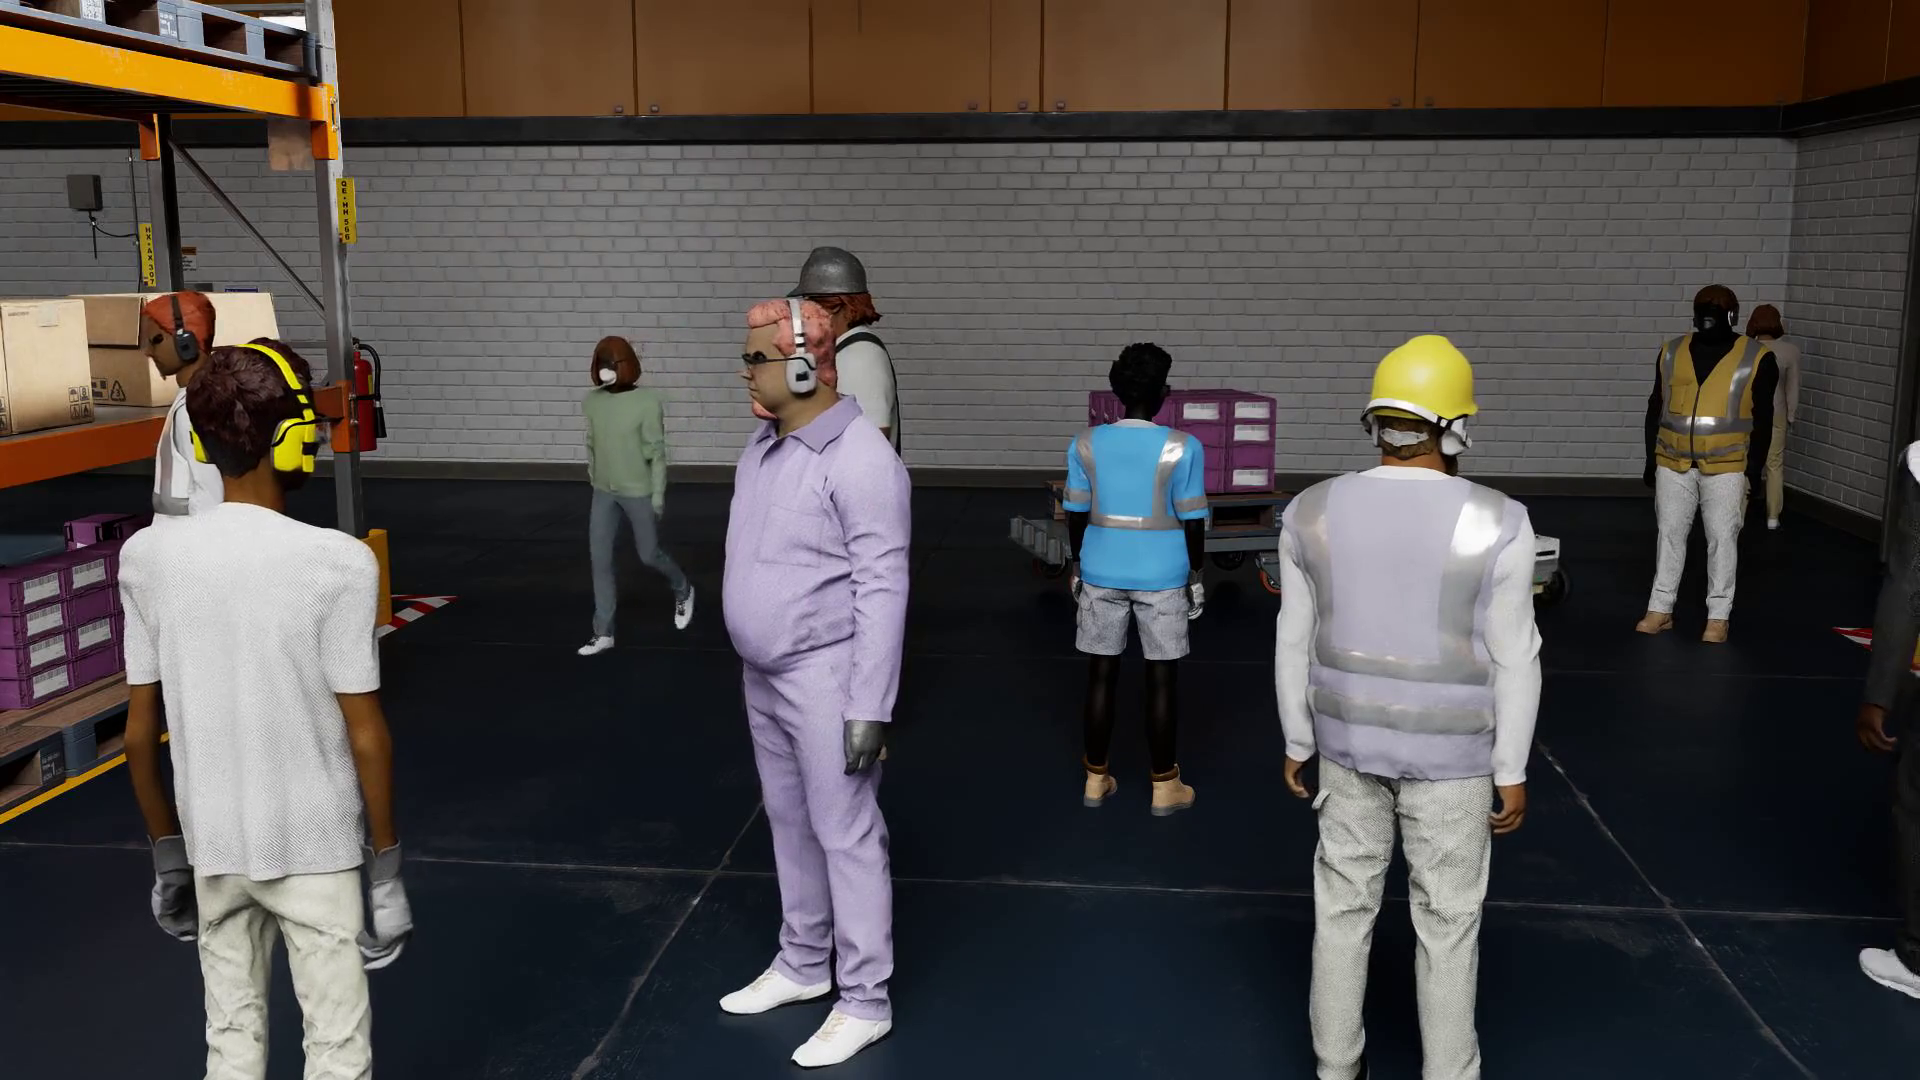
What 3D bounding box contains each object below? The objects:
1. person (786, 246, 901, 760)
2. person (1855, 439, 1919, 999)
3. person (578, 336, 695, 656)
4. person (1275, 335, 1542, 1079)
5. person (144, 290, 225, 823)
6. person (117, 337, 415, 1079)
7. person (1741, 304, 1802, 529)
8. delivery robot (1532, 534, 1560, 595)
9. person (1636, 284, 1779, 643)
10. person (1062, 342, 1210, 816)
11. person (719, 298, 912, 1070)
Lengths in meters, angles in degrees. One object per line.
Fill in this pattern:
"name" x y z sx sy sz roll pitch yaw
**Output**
"person" -0.507 -0.139 6.608 0.536 2.000 0.688 -1 10 -8
"person" 2.644 0.353 4.266 0.733 1.866 0.822 0 10 3
"person" -1.669 -0.252 8.524 0.504 1.605 0.753 4 11 24
"person" 1.014 0.457 3.790 0.591 1.834 0.404 7 12 34
"person" -2.593 0.092 5.728 0.356 1.886 0.574 -3 10 -18
"person" -1.226 0.580 2.995 0.512 1.867 0.330 2 10 10
"person" 5.800 -0.887 12.059 0.498 1.632 0.280 3 10 14
"delivery robot" 3.054 0.052 9.495 0.477 0.478 0.707 -5 11 -29
"person" 3.858 -0.394 8.639 0.621 1.845 0.429 8 13 39
"person" 0.635 0.141 5.983 0.540 1.697 0.317 5 11 25
"person" -0.394 0.355 4.170 0.400 1.905 0.645 -7 12 -33
